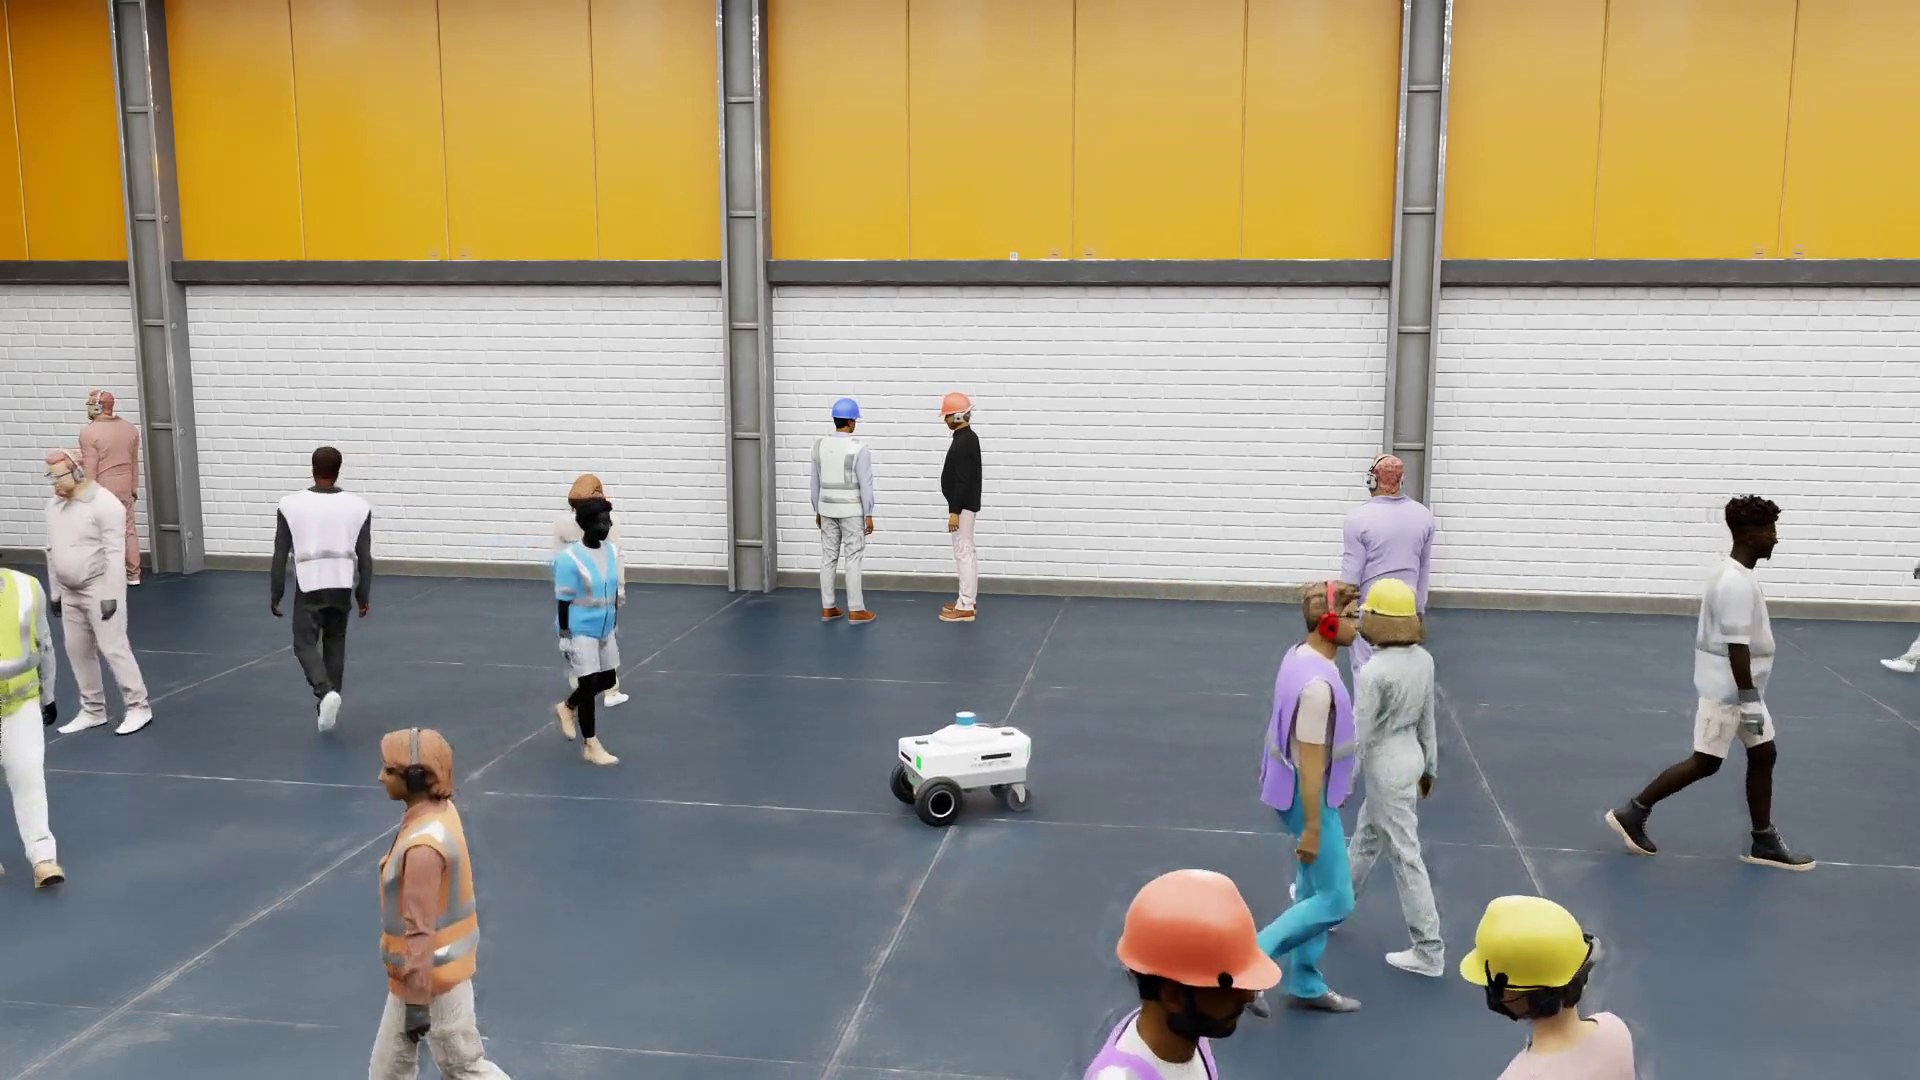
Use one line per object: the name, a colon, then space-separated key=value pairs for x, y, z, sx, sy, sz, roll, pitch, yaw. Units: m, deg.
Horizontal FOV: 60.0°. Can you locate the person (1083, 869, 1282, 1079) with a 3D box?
person: x=0.304 y=1.552 z=3.306 sx=0.631 sy=1.921 sz=0.547 roll=4 pitch=10 yaw=21

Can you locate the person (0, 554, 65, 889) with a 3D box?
person: x=-4.724 y=0.831 z=8.108 sx=0.641 sy=1.798 sz=0.917 roll=-7 pitch=11 yaw=-36

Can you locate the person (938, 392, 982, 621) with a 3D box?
person: x=0.001 y=-0.292 z=14.449 sx=0.384 sy=1.991 sz=0.609 roll=1 pitch=9 yaw=7

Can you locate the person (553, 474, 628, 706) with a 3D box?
person: x=-2.570 y=0.351 z=11.584 sx=0.497 sy=1.633 sz=0.279 roll=1 pitch=9 yaw=8

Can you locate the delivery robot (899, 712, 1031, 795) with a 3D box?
delivery robot: x=0.030 y=1.209 z=9.322 sx=0.707 sy=0.478 sz=0.477 roll=-4 pitch=10 yaw=-21

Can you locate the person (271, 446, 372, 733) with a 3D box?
person: x=-4.139 y=0.353 z=10.880 sx=0.655 sy=1.860 sz=0.674 roll=-6 pitch=11 yaw=-33

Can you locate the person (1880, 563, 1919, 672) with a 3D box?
person: x=7.464 y=0.236 z=12.446 sx=0.904 sy=1.579 sz=0.502 roll=2 pitch=9 yaw=13

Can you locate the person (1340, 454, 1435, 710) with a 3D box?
person: x=2.609 y=0.416 z=10.347 sx=0.651 sy=1.907 sz=0.409 roll=-4 pitch=10 yaw=-22

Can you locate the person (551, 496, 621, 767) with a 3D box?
person: x=-2.345 y=0.544 z=10.262 sx=0.563 sy=1.678 sz=0.545 roll=5 pitch=11 yaw=30

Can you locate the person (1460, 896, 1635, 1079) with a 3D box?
person: x=1.318 y=1.604 z=3.552 sx=0.529 sy=1.727 sz=0.669 roll=-7 pitch=11 yaw=-36

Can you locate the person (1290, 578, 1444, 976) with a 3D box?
person: x=1.807 y=1.006 z=7.316 sx=0.873 sy=1.693 sz=0.508 roll=9 pitch=13 yaw=43

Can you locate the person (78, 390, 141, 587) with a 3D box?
person: x=-8.074 y=-0.463 z=15.753 sx=0.409 sy=1.909 sz=0.652 roll=3 pitch=10 yaw=17

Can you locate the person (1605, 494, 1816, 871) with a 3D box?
person: x=3.846 y=0.715 z=8.451 sx=0.942 sy=1.932 sz=0.605 roll=5 pitch=10 yaw=28

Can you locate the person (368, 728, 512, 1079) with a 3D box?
person: x=-1.651 y=1.377 z=5.339 sx=0.808 sy=1.606 sz=0.523 roll=-3 pitch=10 yaw=-16

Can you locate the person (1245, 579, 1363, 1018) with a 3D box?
person: x=1.365 y=1.053 z=6.668 sx=0.488 sy=1.831 sz=0.576 roll=1 pitch=9 yaw=5

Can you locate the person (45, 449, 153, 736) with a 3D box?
person: x=-5.688 y=0.340 z=10.885 sx=0.690 sy=1.889 sz=0.468 roll=4 pitch=10 yaw=25

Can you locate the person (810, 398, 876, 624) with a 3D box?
person: x=-0.997 y=-0.251 z=14.327 sx=0.615 sy=1.945 sz=0.405 roll=5 pitch=11 yaw=31
